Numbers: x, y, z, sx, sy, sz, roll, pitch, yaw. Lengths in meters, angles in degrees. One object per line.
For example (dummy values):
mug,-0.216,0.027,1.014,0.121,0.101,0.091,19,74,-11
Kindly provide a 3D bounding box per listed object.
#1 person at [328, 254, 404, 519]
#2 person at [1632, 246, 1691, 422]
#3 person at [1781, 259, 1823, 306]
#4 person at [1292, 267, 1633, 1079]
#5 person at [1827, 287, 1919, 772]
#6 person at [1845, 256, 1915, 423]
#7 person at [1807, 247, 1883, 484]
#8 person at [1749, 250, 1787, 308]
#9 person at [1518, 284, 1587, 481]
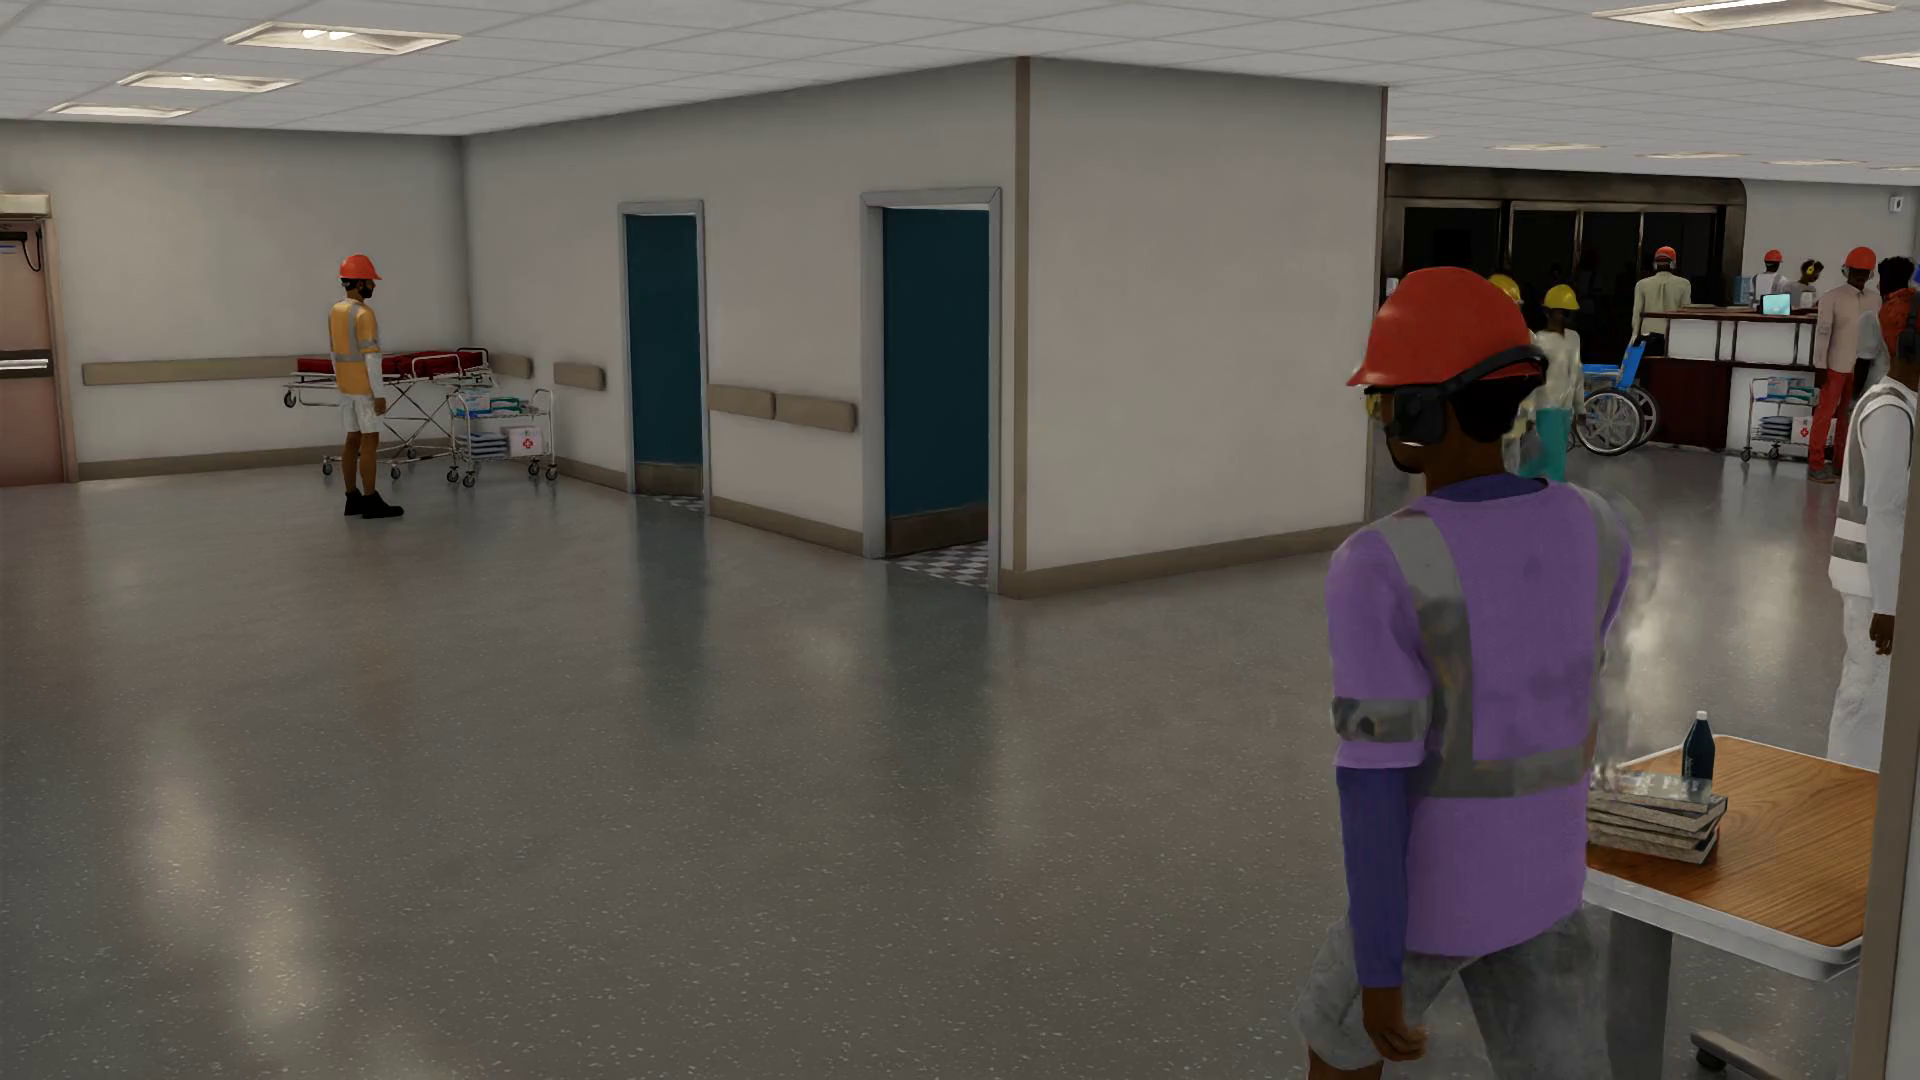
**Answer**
person,-4.402,-1.126,12.279,0.552,1.937,0.356,9,13,41
person,7.926,-2.318,18.825,0.610,1.984,0.400,4,11,23
person,10.149,-2.511,20.367,0.684,1.833,0.339,-2,10,-13
person,0.838,0.554,2.760,0.626,1.992,1.068,-5,11,-24
person,2.950,0.151,5.280,0.347,1.882,0.584,6,12,29
person,6.593,-1.019,11.674,0.659,1.938,0.628,-2,10,-11
person,7.500,-1.469,14.051,0.612,1.991,0.392,-3,10,-15
person,11.649,-3.211,23.991,0.387,1.930,0.540,-7,12,-34
person,4.164,-0.946,11.831,0.529,1.739,0.771,-8,13,-37
